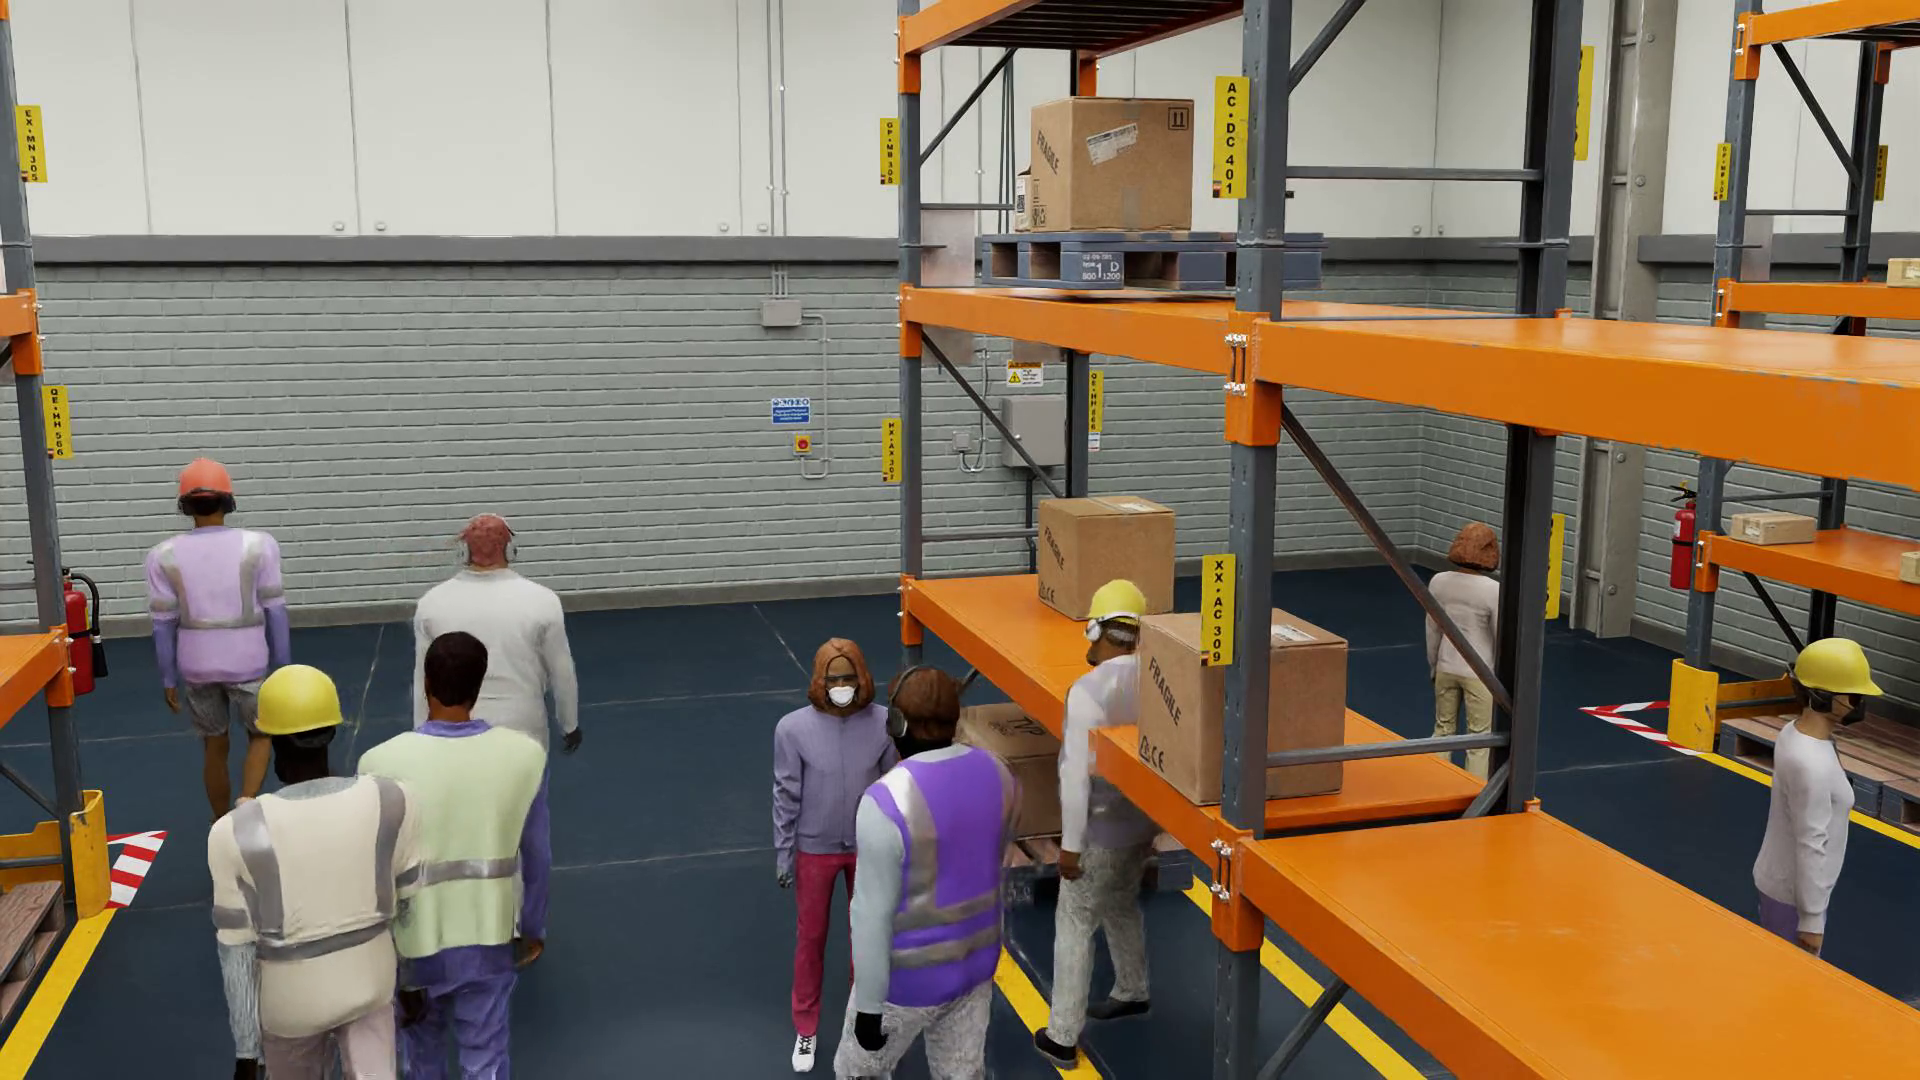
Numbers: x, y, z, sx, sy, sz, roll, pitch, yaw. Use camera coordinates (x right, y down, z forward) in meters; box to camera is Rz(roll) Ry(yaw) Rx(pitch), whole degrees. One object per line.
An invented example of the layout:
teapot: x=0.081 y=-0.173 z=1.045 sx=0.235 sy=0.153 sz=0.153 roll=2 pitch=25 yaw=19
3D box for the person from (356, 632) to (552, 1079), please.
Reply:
person: x=-1.545 y=1.224 z=5.123 sx=0.603 sy=1.850 sz=0.880 roll=-5 pitch=11 yaw=-28

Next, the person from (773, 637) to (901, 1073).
person: x=-0.436 y=1.154 z=6.155 sx=0.507 sy=1.632 sz=0.268 roll=-2 pitch=10 yaw=-14

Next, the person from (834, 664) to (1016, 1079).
person: x=-0.131 y=1.264 z=5.002 sx=0.654 sy=1.819 sz=0.534 roll=-10 pitch=14 yaw=-44

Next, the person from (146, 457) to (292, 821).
person: x=-3.580 y=0.615 z=8.096 sx=0.647 sy=2.028 sz=0.591 roll=-2 pitch=10 yaw=-14

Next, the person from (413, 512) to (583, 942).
person: x=-2.031 y=0.821 z=7.333 sx=0.664 sy=1.888 sz=0.462 roll=1 pitch=10 yaw=4

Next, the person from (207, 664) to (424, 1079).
person: x=-1.792 y=1.284 z=4.735 sx=0.592 sy=1.884 sz=1.009 roll=-7 pitch=12 yaw=-36

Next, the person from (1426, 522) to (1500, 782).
person: x=2.649 y=0.715 z=8.658 sx=0.279 sy=1.633 sz=0.500 roll=-8 pitch=13 yaw=-39

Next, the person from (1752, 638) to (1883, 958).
person: x=2.842 y=1.188 z=5.583 sx=0.328 sy=1.767 sz=0.532 roll=4 pitch=11 yaw=21

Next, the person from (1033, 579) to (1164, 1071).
person: x=0.565 y=1.049 z=6.288 sx=0.405 sy=1.801 sz=0.631 roll=8 pitch=13 yaw=38
